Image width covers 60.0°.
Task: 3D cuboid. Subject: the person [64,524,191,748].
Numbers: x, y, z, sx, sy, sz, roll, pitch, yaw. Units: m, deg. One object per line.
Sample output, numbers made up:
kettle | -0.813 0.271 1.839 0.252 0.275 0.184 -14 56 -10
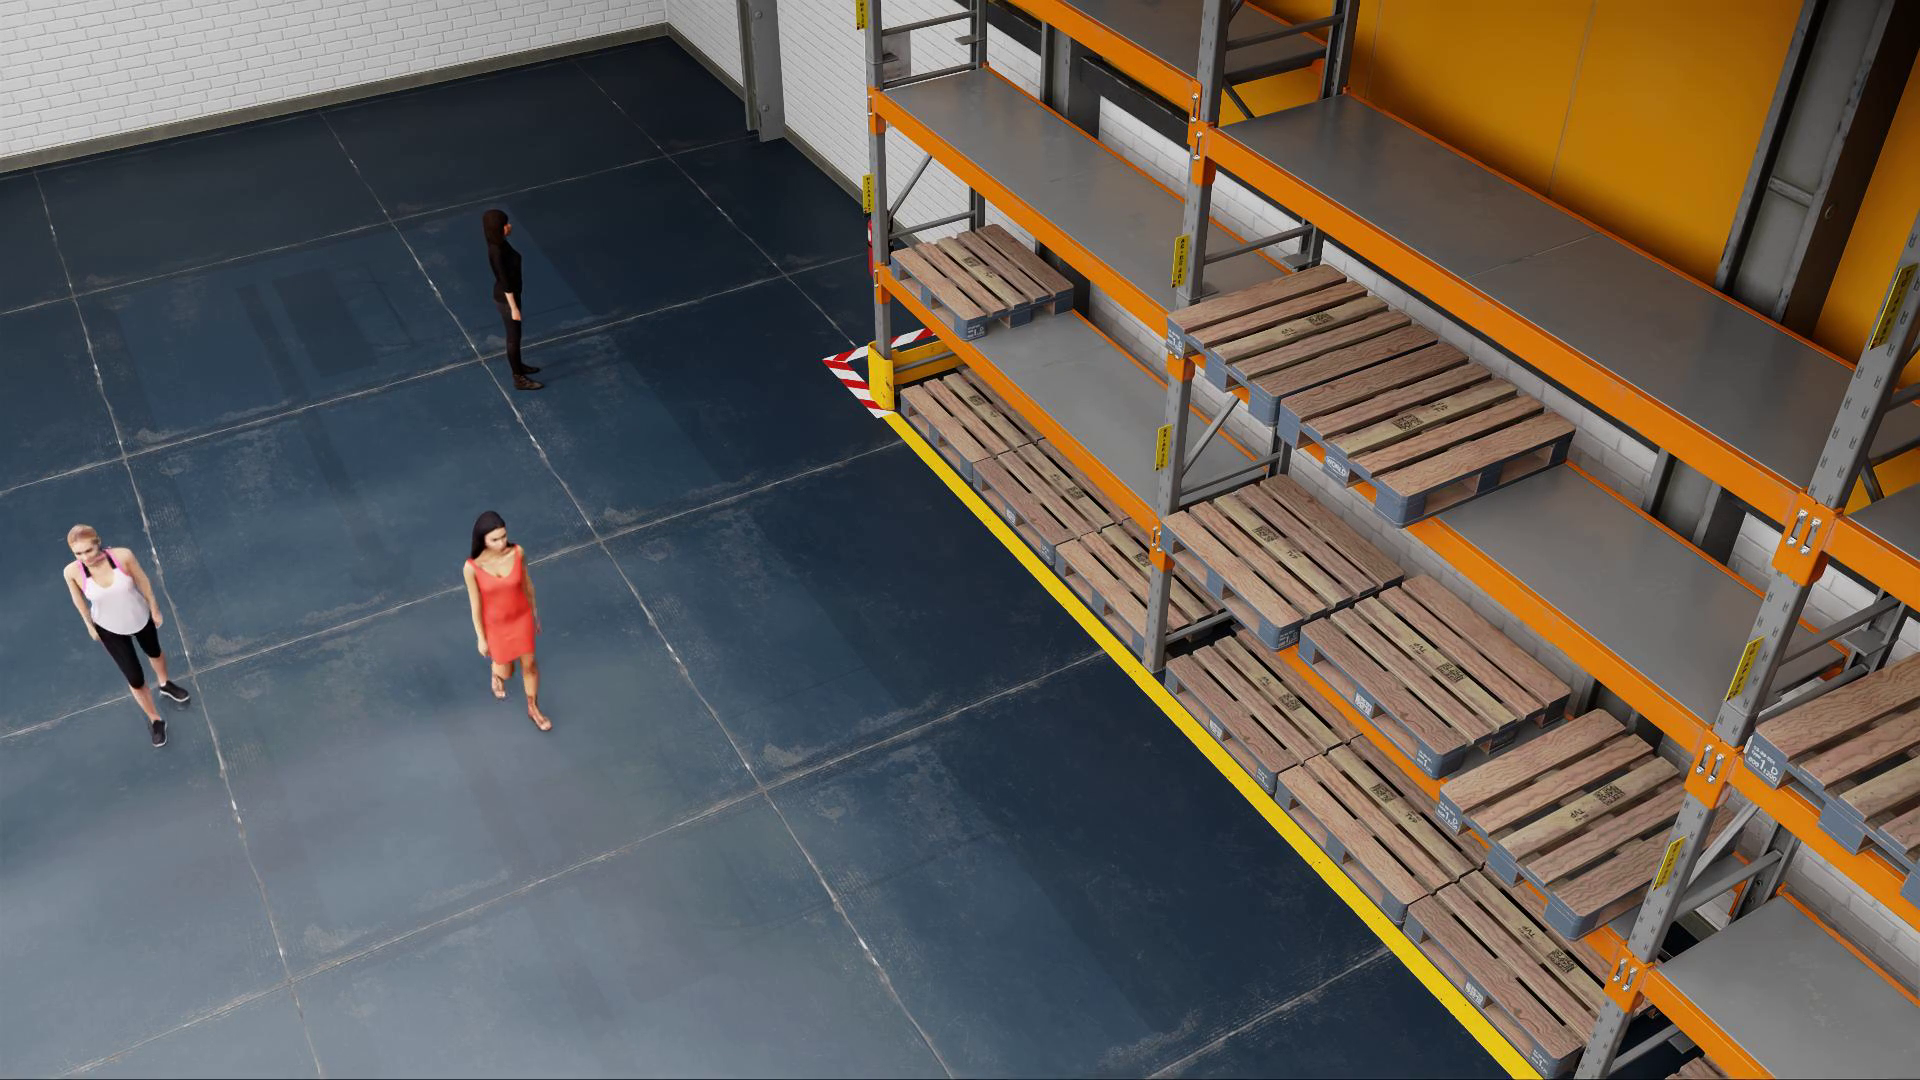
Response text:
person | -5.420 0.497 10.812 0.594 1.741 0.829 -22 44 -25

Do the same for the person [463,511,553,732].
person | -2.984 0.505 10.831 0.659 1.705 0.848 -26 45 -28

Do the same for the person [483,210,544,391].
person | -3.826 -2.046 14.075 0.676 1.642 0.521 -9 39 -11
